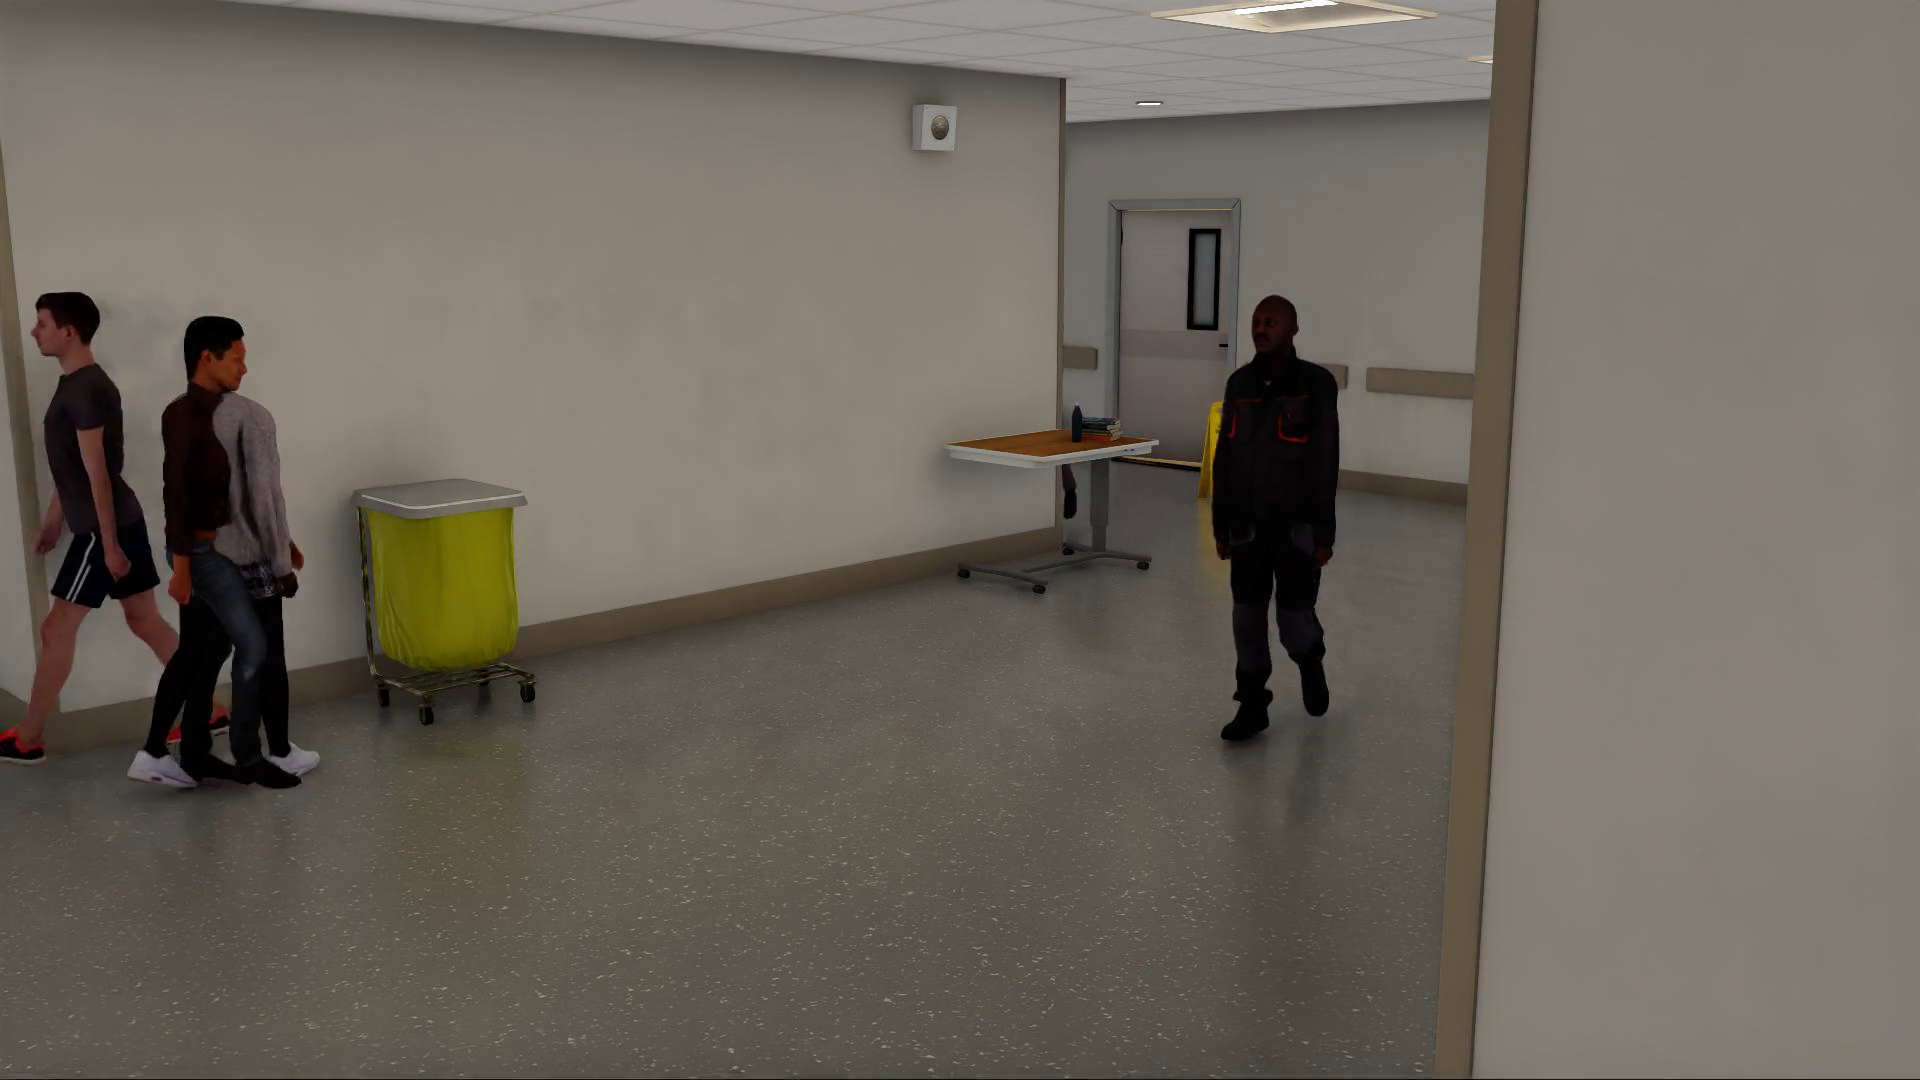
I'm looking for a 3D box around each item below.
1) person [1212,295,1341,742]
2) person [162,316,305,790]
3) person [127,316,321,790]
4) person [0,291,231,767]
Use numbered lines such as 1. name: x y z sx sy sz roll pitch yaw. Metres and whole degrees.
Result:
1. person: 1.339 -0.091 6.866 0.901 1.804 0.884 7 13 31
2. person: -2.852 0.070 6.153 0.911 1.753 0.851 -1 11 -3
3. person: -2.773 0.057 6.154 0.940 1.779 0.969 4 11 20
4. person: -3.229 -0.014 6.466 1.042 1.802 1.216 -4 11 -20
